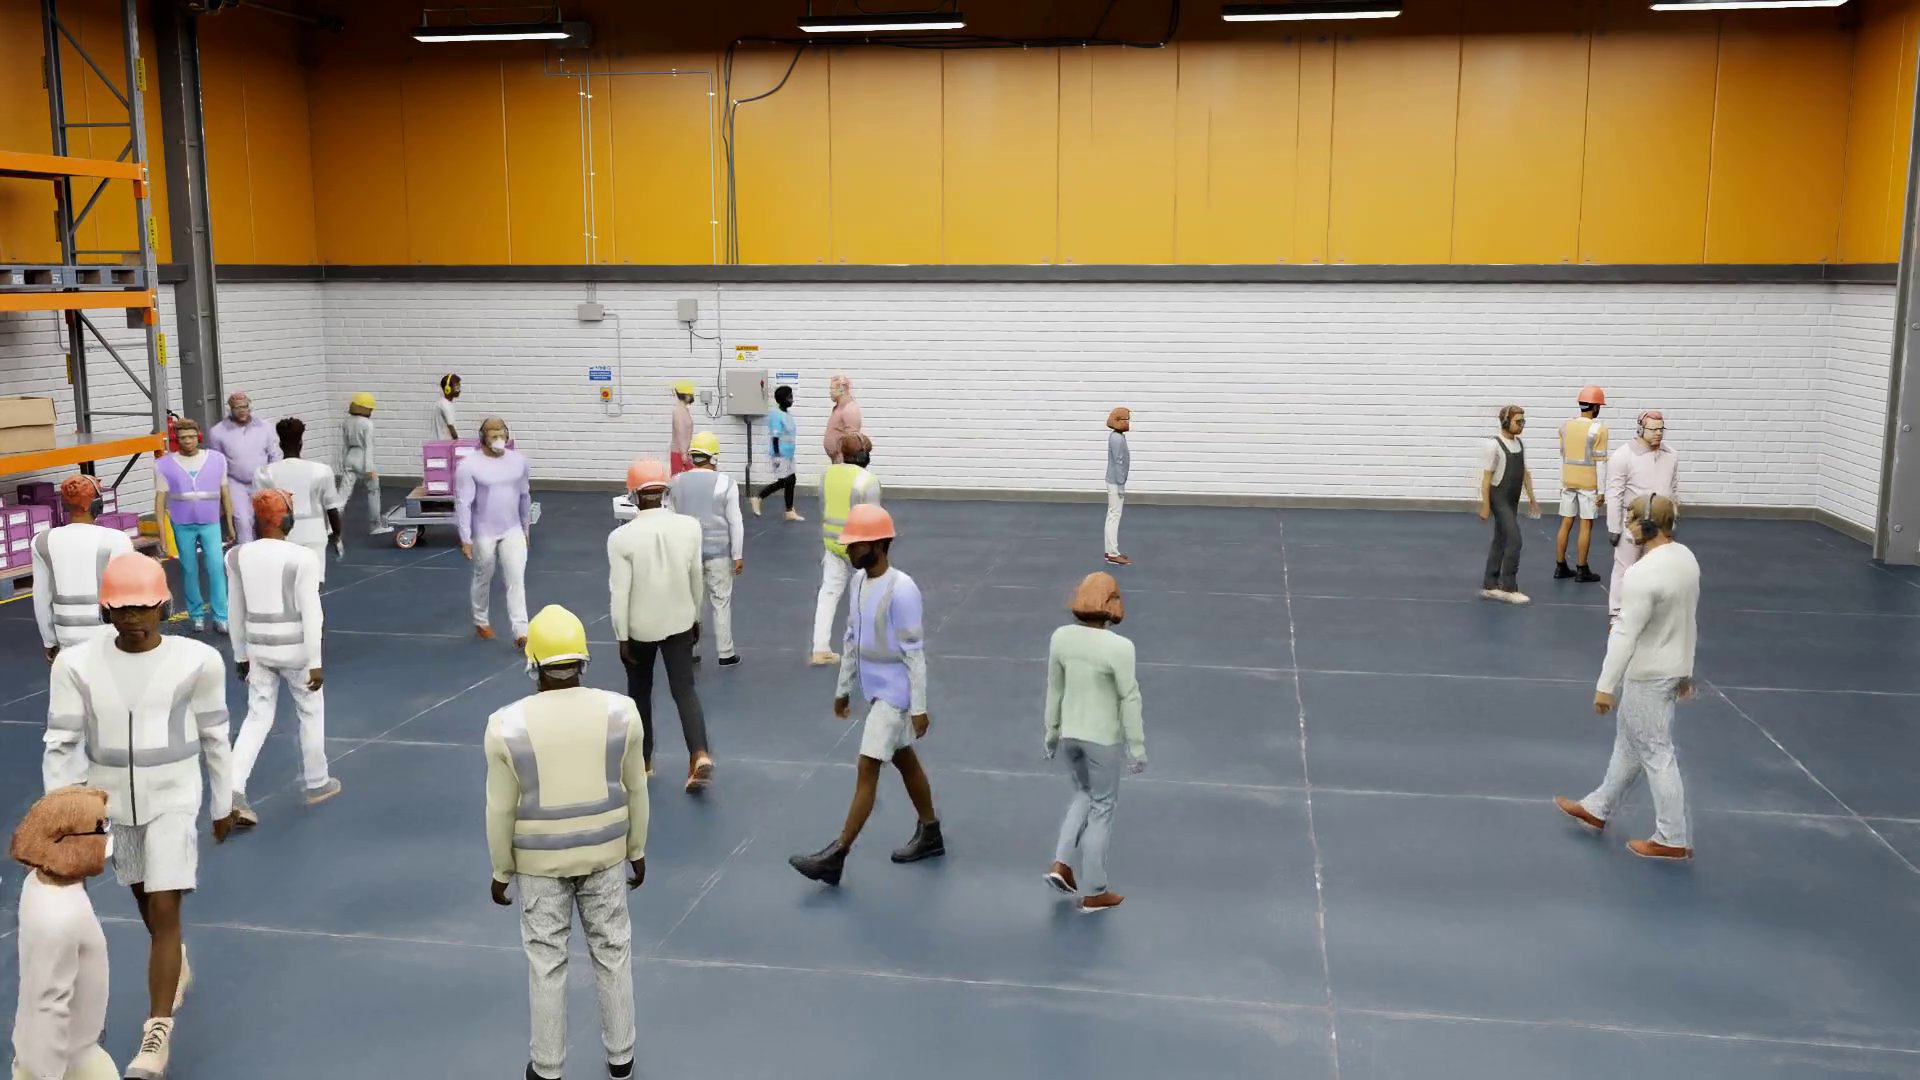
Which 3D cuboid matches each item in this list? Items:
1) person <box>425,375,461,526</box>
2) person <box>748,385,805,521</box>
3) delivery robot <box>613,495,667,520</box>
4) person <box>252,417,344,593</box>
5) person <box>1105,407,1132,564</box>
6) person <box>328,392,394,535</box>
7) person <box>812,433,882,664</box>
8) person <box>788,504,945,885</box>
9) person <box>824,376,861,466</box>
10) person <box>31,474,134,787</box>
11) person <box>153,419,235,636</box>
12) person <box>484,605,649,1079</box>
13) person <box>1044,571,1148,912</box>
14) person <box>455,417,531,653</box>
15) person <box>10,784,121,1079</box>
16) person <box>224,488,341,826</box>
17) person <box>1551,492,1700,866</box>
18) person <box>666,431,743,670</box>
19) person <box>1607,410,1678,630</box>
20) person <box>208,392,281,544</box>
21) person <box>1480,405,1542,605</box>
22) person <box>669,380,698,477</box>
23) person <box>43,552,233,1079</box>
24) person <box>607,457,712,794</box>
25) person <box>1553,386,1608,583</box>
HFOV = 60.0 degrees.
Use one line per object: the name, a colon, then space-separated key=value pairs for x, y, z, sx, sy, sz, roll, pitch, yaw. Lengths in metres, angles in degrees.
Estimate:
person: x=-6.059 y=-1.066 z=19.896 sx=1.016 sy=1.806 sz=0.506 roll=-2 pitch=9 yaw=-13
person: x=-2.220 y=-1.041 z=20.153 sx=0.583 sy=1.684 sz=0.540 roll=2 pitch=9 yaw=13
delivery robot: x=-3.662 y=-0.387 z=19.278 sx=0.707 sy=0.478 sz=0.477 roll=4 pitch=10 yaw=24
person: x=-5.154 y=-0.002 z=12.980 sx=0.626 sy=1.920 sz=1.013 roll=-3 pitch=10 yaw=-19
person: x=1.655 y=-0.572 z=17.377 sx=0.278 sy=1.634 sz=0.498 roll=0 pitch=9 yaw=0
person: x=-6.883 y=-0.851 z=18.952 sx=0.526 sy=1.682 sz=0.901 roll=4 pitch=10 yaw=26
person: x=-0.832 y=0.064 z=12.971 sx=0.639 sy=1.794 sz=0.981 roll=7 pitch=12 yaw=37
person: x=-0.463 y=0.760 z=8.315 sx=0.985 sy=1.882 sz=0.570 roll=-5 pitch=10 yaw=-28
person: x=-1.304 y=-0.857 z=18.344 sx=0.401 sy=1.899 sz=0.664 roll=-2 pitch=9 yaw=-14
person: x=-4.996 y=0.561 z=9.582 sx=0.589 sy=1.877 sz=0.338 roll=-1 pitch=9 yaw=-3
person: x=-6.330 y=-0.089 z=13.798 sx=0.609 sy=1.810 sz=0.829 roll=-5 pitch=11 yaw=-30
person: x=-1.439 y=1.142 z=6.114 sx=0.588 sy=1.837 sz=0.403 roll=-4 pitch=10 yaw=-22
person: x=0.648 y=0.955 z=7.935 sx=0.349 sy=1.620 sz=0.529 roll=-8 pitch=12 yaw=-41
person: x=-3.740 y=-0.053 z=13.401 sx=0.653 sy=1.885 sz=1.040 roll=-6 pitch=11 yaw=-35
person: x=-2.601 y=1.477 z=4.850 sx=0.906 sy=1.574 sz=0.527 roll=-6 pitch=11 yaw=-33
person: x=-3.811 y=0.638 z=9.209 sx=0.584 sy=1.856 sz=0.892 roll=2 pitch=9 yaw=11
person: x=3.456 y=0.697 z=8.635 sx=0.819 sy=1.910 sz=0.658 roll=8 pitch=12 yaw=42
person: x=-1.940 y=0.081 z=12.719 sx=0.600 sy=1.827 sz=0.403 roll=1 pitch=9 yaw=9
person: x=5.679 y=-0.128 z=13.808 sx=0.640 sy=1.902 sz=0.402 roll=-3 pitch=10 yaw=-16
person: x=-7.183 y=-0.572 z=16.719 sx=0.631 sy=1.858 sz=1.016 roll=-7 pitch=12 yaw=-38
person: x=5.097 y=-0.316 z=15.224 sx=0.509 sy=1.822 sz=0.682 roll=-9 pitch=13 yaw=-44
person: x=-3.470 y=-1.094 z=20.317 sx=0.802 sy=1.733 sz=0.522 roll=0 pitch=9 yaw=3
person: x=-3.156 y=1.023 z=6.435 sx=0.620 sy=1.983 sz=1.099 roll=-2 pitch=9 yaw=-11
person: x=-1.743 y=0.498 z=9.743 sx=0.610 sy=1.969 sz=0.922 roll=-5 pitch=10 yaw=-28
person: x=6.123 y=-0.547 z=16.316 sx=0.381 sy=1.930 sz=0.540 roll=-6 pitch=11 yaw=-32
